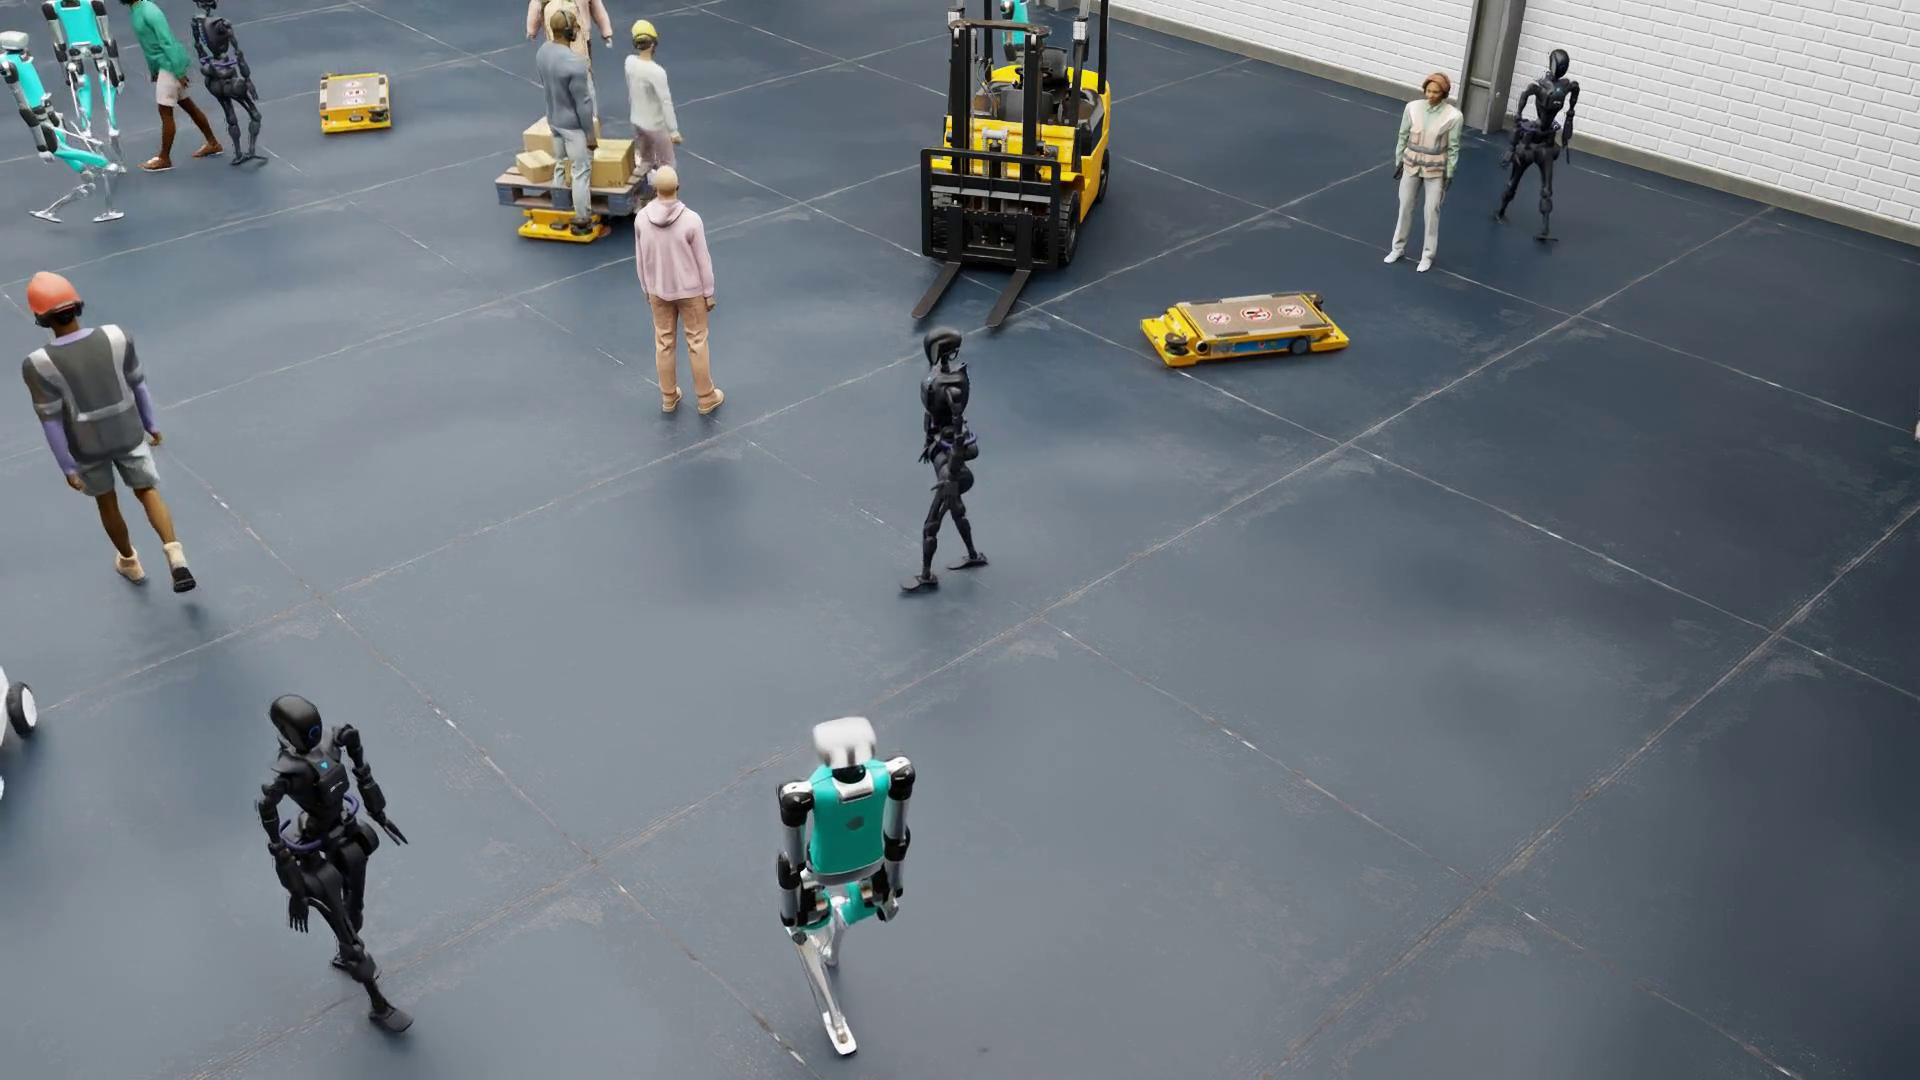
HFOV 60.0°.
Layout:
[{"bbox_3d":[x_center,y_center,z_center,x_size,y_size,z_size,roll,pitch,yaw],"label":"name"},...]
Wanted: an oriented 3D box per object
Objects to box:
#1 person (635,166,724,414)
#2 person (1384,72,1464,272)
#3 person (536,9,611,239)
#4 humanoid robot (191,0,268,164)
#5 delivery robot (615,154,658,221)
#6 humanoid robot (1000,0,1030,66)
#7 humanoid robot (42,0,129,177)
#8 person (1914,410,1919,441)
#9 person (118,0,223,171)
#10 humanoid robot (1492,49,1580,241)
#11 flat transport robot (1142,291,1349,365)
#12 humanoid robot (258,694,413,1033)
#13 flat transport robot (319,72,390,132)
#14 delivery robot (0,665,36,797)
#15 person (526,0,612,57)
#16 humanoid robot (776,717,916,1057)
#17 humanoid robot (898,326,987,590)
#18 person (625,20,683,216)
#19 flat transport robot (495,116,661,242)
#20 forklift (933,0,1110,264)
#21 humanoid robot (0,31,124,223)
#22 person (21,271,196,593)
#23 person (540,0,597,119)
[{"bbox_3d":[-1.934,-1.686,11.374,0.531,1.784,0.400,5,33,8],"label":"person"},{"bbox_3d":[3.781,-2.997,13.530,0.519,1.632,0.313,22,39,30],"label":"person"},{"bbox_3d":[-3.278,-3.493,14.027,0.621,1.931,0.374,29,43,36],"label":"person"},{"bbox_3d":[-6.868,-4.336,15.542,0.600,1.657,0.346,14,36,21],"label":"humanoid robot"},{"bbox_3d":[-2.947,-3.203,14.846,0.499,0.608,0.797,-19,38,-26],"label":"delivery robot"},{"bbox_3d":[0.728,-4.313,15.493,0.746,1.830,0.542,10,34,15],"label":"humanoid robot"},{"bbox_3d":[-7.974,-4.155,15.255,0.541,1.833,0.732,-7,34,-11],"label":"humanoid robot"},{"bbox_3d":[6.846,-1.560,11.300,0.537,1.655,0.878,14,35,20],"label":"person"},{"bbox_3d":[-7.486,-4.372,15.501,0.884,1.791,0.521,-23,40,-31],"label":"person"},{"bbox_3d":[4.902,-3.362,14.092,0.612,1.620,0.785,-7,34,-10],"label":"humanoid robot"},{"bbox_3d":[2.167,-1.609,12.645,1.431,0.231,0.659,-7,34,-10],"label":"flat transport robot"},{"bbox_3d":[-2.543,1.299,6.904,0.671,1.637,0.591,15,36,22],"label":"humanoid robot"},{"bbox_3d":[-6.228,-4.524,17.126,0.659,0.231,1.431,-9,34,-14],"label":"flat transport robot"},{"bbox_3d":[-5.070,0.934,8.459,0.499,0.576,0.768,-10,34,-15],"label":"delivery robot"},{"bbox_3d":[-3.842,-5.001,16.431,0.783,1.829,0.898,-15,36,-21],"label":"person"},{"bbox_3d":[-0.549,1.357,6.830,0.549,1.877,0.820,-13,35,-19],"label":"humanoid robot"},{"bbox_3d":[-0.116,-0.487,9.639,0.607,1.638,0.596,-10,34,-15],"label":"humanoid robot"},{"bbox_3d":[-2.636,-3.562,14.294,0.395,1.741,0.628,-27,42,-35],"label":"person"},{"bbox_3d":[-3.326,-3.018,14.812,0.659,0.231,1.431,7,34,11],"label":"flat transport robot"},{"bbox_3d":[0.570,-3.725,14.138,1.214,2.155,2.313,9,34,13],"label":"forklift"},{"bbox_3d":[-7.585,-3.449,14.118,1.007,1.732,0.537,-6,34,-9],"label":"humanoid robot"},{"bbox_3d":[-4.821,-0.556,9.425,0.615,2.017,0.742,-25,41,-33],"label":"person"},{"bbox_3d":[-3.593,-4.399,15.473,0.582,1.861,0.598,6,34,10],"label":"person"}]
